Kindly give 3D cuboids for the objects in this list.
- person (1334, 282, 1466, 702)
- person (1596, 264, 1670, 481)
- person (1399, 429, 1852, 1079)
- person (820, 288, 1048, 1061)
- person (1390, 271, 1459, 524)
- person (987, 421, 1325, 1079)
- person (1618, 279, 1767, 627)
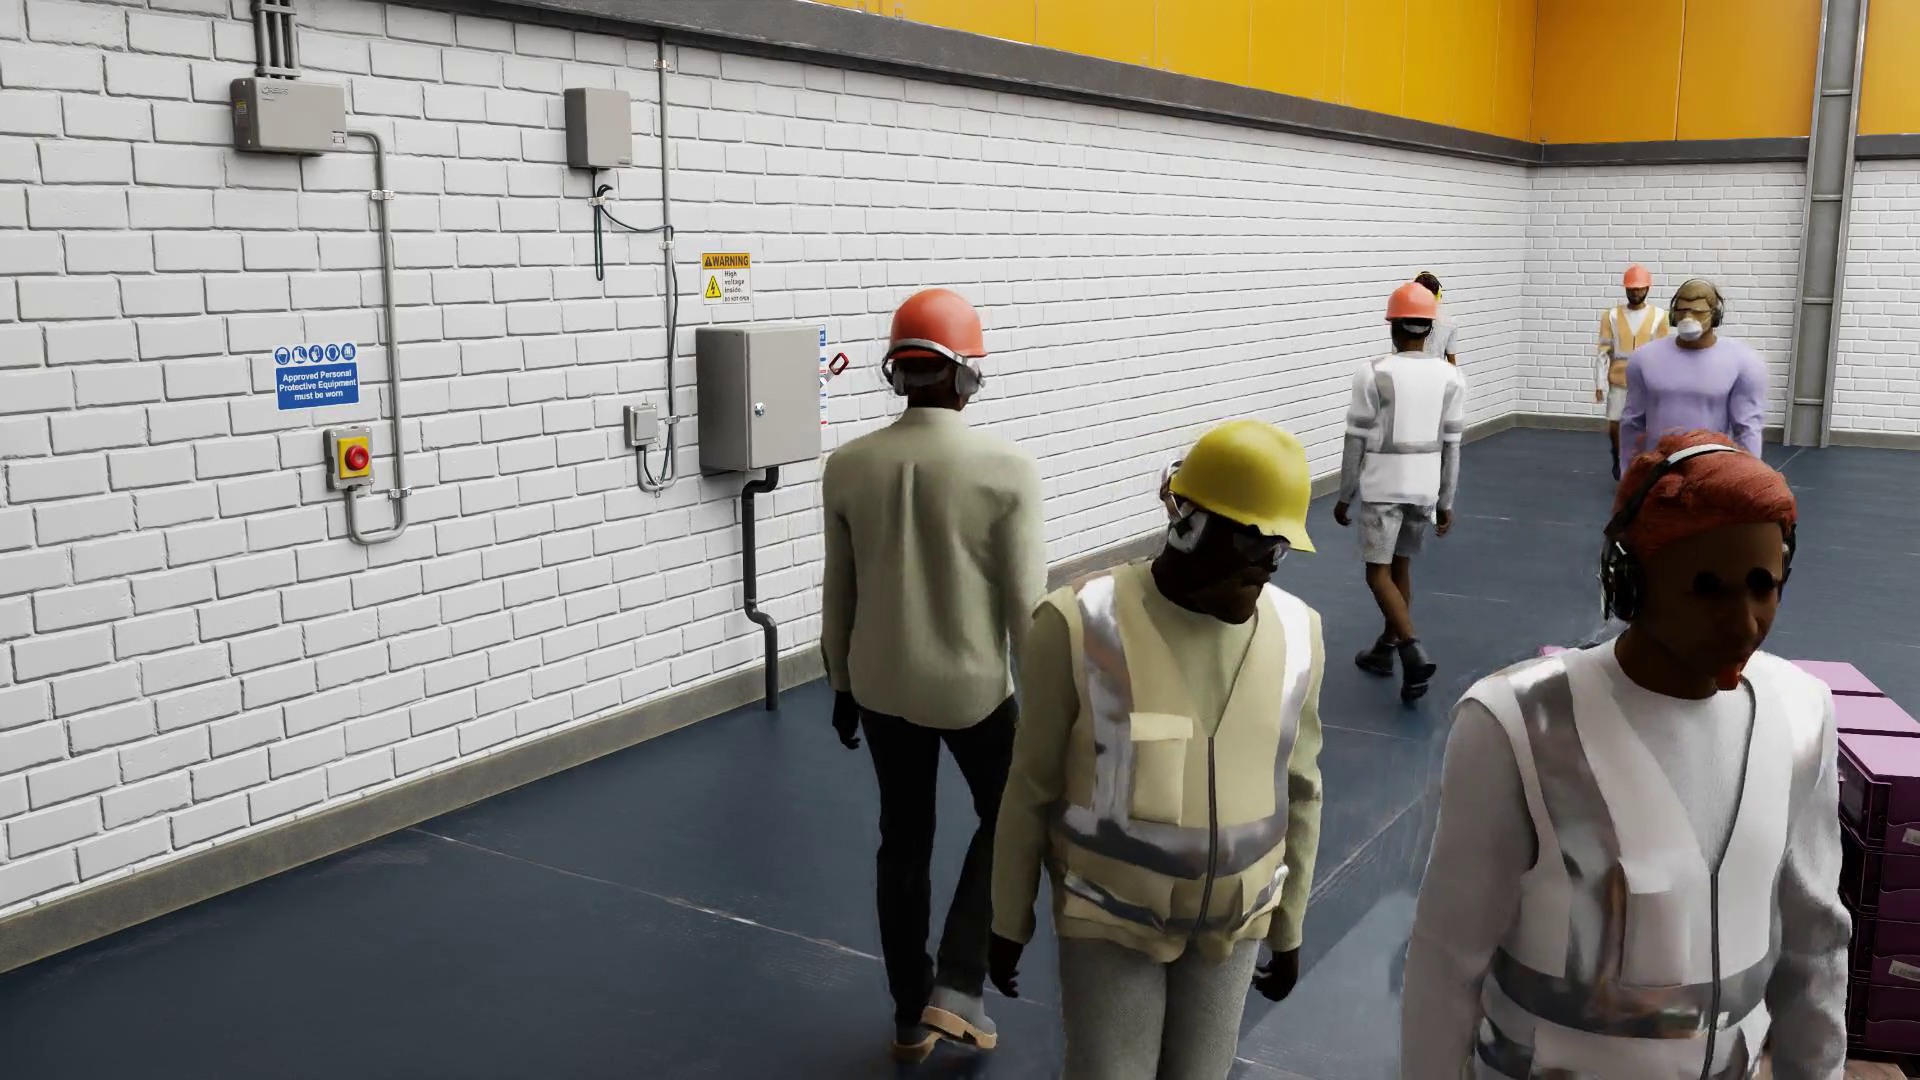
[{"bbox_3d":[2.066,-0.229,7.699,0.544,1.914,0.870,-3,11,-14],"label":"person"},{"bbox_3d":[5.638,-1.355,13.968,0.554,1.913,0.831,4,11,23],"label":"person"},{"bbox_3d":[0.885,0.776,2.228,0.617,1.870,0.400,-4,11,-20],"label":"person"},{"bbox_3d":[-0.054,0.361,4.232,0.641,1.979,0.429,4,11,23],"label":"person"},{"bbox_3d":[3.423,-1.046,12.333,0.510,1.873,0.328,1,10,7],"label":"person"},{"bbox_3d":[0.365,0.673,3.020,0.636,1.791,0.426,-3,11,-14],"label":"person"},{"bbox_3d":[3.355,-0.246,7.769,0.662,1.913,0.773,8,13,37],"label":"person"}]
